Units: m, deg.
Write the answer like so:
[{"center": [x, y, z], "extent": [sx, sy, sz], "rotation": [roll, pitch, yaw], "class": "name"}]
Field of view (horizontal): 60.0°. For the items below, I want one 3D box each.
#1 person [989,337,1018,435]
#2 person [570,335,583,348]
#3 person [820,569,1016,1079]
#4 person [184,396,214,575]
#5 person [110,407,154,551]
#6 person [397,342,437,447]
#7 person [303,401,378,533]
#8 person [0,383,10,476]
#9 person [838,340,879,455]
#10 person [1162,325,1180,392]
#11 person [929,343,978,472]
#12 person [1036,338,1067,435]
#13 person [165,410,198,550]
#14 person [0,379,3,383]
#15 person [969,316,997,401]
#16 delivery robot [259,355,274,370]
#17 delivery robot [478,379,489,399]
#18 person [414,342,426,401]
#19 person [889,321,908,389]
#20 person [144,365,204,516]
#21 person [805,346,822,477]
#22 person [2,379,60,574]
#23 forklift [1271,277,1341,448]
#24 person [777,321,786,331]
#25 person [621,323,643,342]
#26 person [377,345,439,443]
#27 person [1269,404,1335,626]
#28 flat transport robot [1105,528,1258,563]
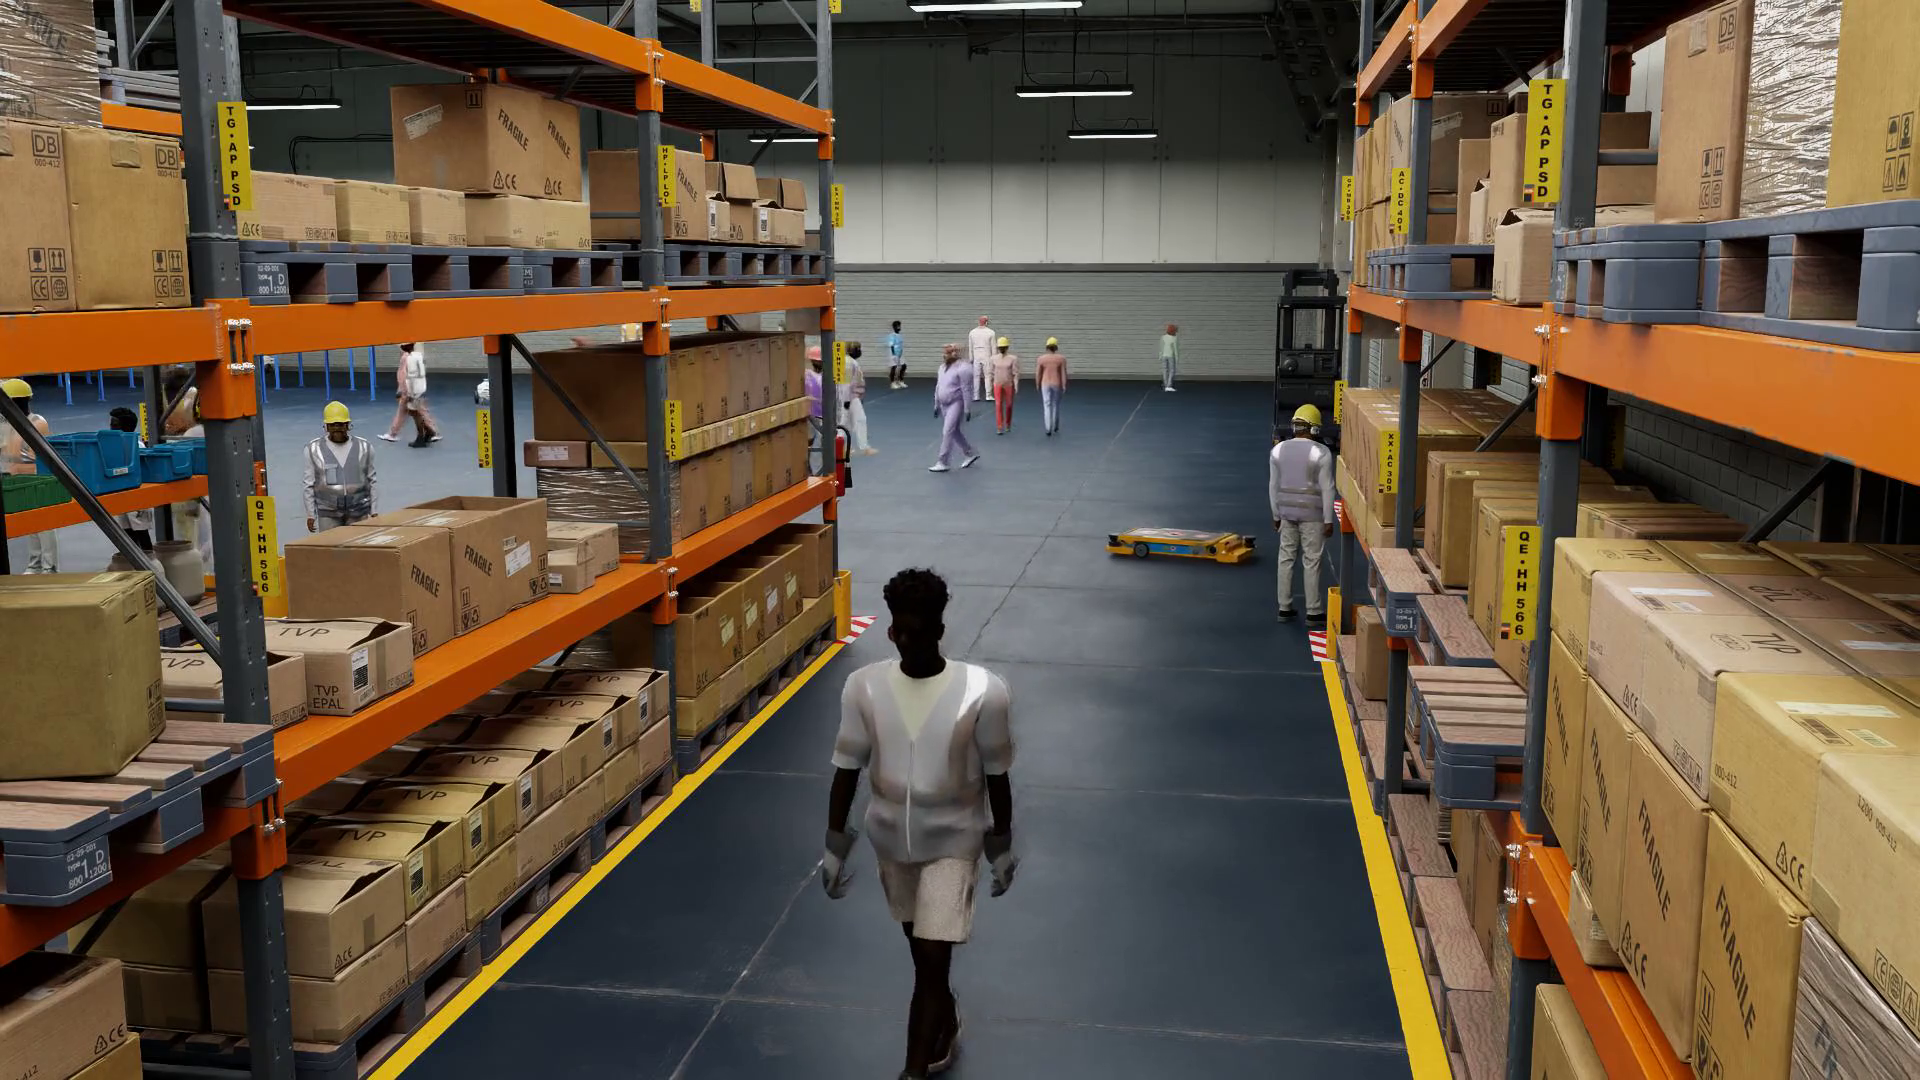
[{"center": [0.783, -2.793, 29.945], "extent": [0.532, 1.743, 0.666], "rotation": [1, 9, 3], "class": "person"}, {"center": [-6.456, -2.598, 28.515], "extent": [0.567, 1.829, 0.488], "rotation": [5, 11, 30], "class": "person"}, {"center": [-0.164, 1.046, 5.752], "extent": [0.631, 1.907, 1.015], "rotation": [3, 10, 19], "class": "person"}, {"center": [-6.801, -0.436, 15.092], "extent": [0.640, 1.851, 0.534], "rotation": [4, 10, 24], "class": "person"}, {"center": [-7.522, -0.357, 15.076], "extent": [0.531, 1.697, 0.320], "rotation": [7, 11, 35], "class": "person"}, {"center": [-9.045, -2.488, 27.547], "extent": [0.433, 1.914, 0.588], "rotation": [-1, 9, -4], "class": "person"}, {"center": [-5.209, -0.255, 14.031], "extent": [0.602, 1.830, 0.404], "rotation": [-5, 10, -28], "class": "person"}, {"center": [-10.827, -1.085, 18.596], "extent": [0.598, 2.015, 0.546], "rotation": [2, 9, 12], "class": "person"}, {"center": [-1.589, -2.237, 26.290], "extent": [0.783, 1.815, 0.661], "rotation": [0, 9, -2], "class": "person"}, {"center": [5.063, -4.385, 40.227], "extent": [0.365, 1.600, 0.546], "rotation": [-7, 12, -38], "class": "person"}, {"center": [-0.078, -1.971, 24.521], "extent": [0.947, 1.873, 0.666], "rotation": [-7, 11, -36], "class": "person"}, {"center": [1.636, -2.764, 29.838], "extent": [0.542, 1.712, 0.903], "rotation": [1, 9, 3], "class": "person"}, {"center": [-7.486, -0.442, 15.908], "extent": [0.769, 1.600, 0.493], "rotation": [6, 11, 35], "class": "person"}, {"center": [-14.608, -1.931, 25.040], "extent": [0.785, 1.601, 0.546], "rotation": [8, 12, 42], "class": "person"}, {"center": [0.532, -4.078, 37.381], "extent": [0.651, 1.906, 0.403], "rotation": [4, 10, 21], "class": "person"}, {"center": [-20.027, -5.128, 47.856], "extent": [0.477, 0.478, 0.707], "rotation": [0, 9, -1], "class": "delivery robot"}, {"center": [-10.415, -3.300, 36.580], "extent": [0.477, 0.478, 0.707], "rotation": [-3, 10, -20], "class": "delivery robot"}, {"center": [-12.195, -4.088, 37.167], "extent": [0.384, 1.993, 0.622], "rotation": [2, 10, 15], "class": "person"}, {"center": [-1.505, -4.569, 41.087], "extent": [0.531, 1.678, 0.560], "rotation": [5, 10, 28], "class": "person"}, {"center": [-9.400, -1.188, 19.898], "extent": [0.723, 1.813, 0.431], "rotation": [-1, 9, -7], "class": "person"}, {"center": [-1.971, -1.732, 23.011], "extent": [0.559, 1.886, 1.017], "rotation": [-5, 10, -27], "class": "person"}, {"center": [-8.670, -0.535, 15.469], "extent": [0.594, 1.924, 0.383], "rotation": [6, 11, 34], "class": "person"}, {"center": [5.847, -3.016, 27.970], "extent": [1.129, 2.768, 1.873], "rotation": [1, 9, 9], "class": "forklift"}, {"center": [-3.609, -3.512, 33.957], "extent": [1.031, 1.879, 0.654], "rotation": [-4, 10, -25], "class": "person"}, {"center": [-8.268, -4.845, 42.023], "extent": [0.552, 1.934, 0.364], "rotation": [-1, 9, -4], "class": "person"}, {"center": [-9.395, -2.571, 28.288], "extent": [1.022, 1.850, 0.652], "rotation": [-3, 10, -16], "class": "person"}, {"center": [2.852, -0.211, 13.792], "extent": [0.586, 1.823, 0.404], "rotation": [9, 13, 43], "class": "person"}, {"center": [2.286, 0.038, 17.159], "extent": [1.431, 0.197, 0.652], "rotation": [5, 10, 28], "class": "flat transport robot"}]
